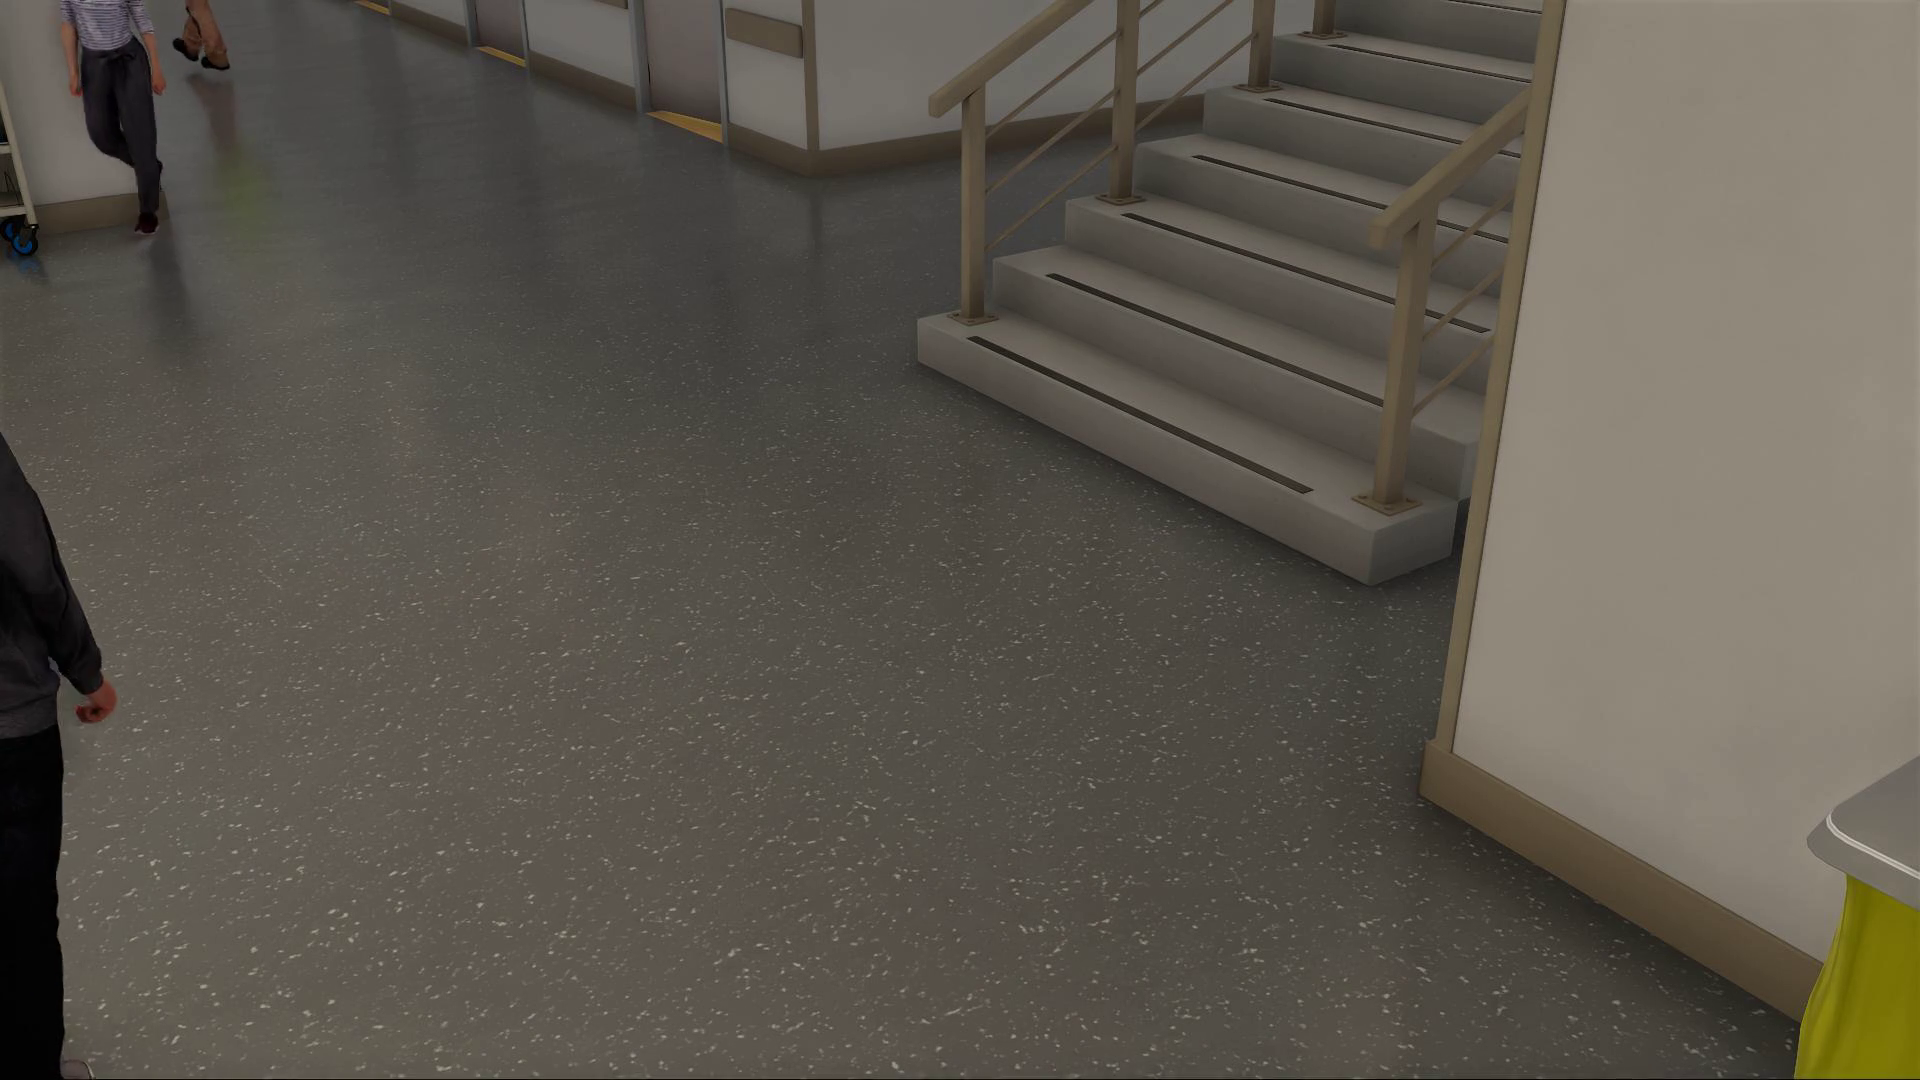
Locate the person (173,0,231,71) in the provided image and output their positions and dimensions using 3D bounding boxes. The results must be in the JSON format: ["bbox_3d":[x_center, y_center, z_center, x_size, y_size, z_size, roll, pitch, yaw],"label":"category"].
[{"bbox_3d":[-6.070,-4.604,13.126,1.011,1.794,1.197,18,31,33],"label":"person"}]

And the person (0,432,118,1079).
[{"bbox_3d":[-1.768,0.369,2.874,0.861,1.741,0.858,-5,26,-11],"label":"person"}]

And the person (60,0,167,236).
[{"bbox_3d":[-4.479,-2.514,8.876,0.923,1.721,0.931,1,26,1],"label":"person"}]
